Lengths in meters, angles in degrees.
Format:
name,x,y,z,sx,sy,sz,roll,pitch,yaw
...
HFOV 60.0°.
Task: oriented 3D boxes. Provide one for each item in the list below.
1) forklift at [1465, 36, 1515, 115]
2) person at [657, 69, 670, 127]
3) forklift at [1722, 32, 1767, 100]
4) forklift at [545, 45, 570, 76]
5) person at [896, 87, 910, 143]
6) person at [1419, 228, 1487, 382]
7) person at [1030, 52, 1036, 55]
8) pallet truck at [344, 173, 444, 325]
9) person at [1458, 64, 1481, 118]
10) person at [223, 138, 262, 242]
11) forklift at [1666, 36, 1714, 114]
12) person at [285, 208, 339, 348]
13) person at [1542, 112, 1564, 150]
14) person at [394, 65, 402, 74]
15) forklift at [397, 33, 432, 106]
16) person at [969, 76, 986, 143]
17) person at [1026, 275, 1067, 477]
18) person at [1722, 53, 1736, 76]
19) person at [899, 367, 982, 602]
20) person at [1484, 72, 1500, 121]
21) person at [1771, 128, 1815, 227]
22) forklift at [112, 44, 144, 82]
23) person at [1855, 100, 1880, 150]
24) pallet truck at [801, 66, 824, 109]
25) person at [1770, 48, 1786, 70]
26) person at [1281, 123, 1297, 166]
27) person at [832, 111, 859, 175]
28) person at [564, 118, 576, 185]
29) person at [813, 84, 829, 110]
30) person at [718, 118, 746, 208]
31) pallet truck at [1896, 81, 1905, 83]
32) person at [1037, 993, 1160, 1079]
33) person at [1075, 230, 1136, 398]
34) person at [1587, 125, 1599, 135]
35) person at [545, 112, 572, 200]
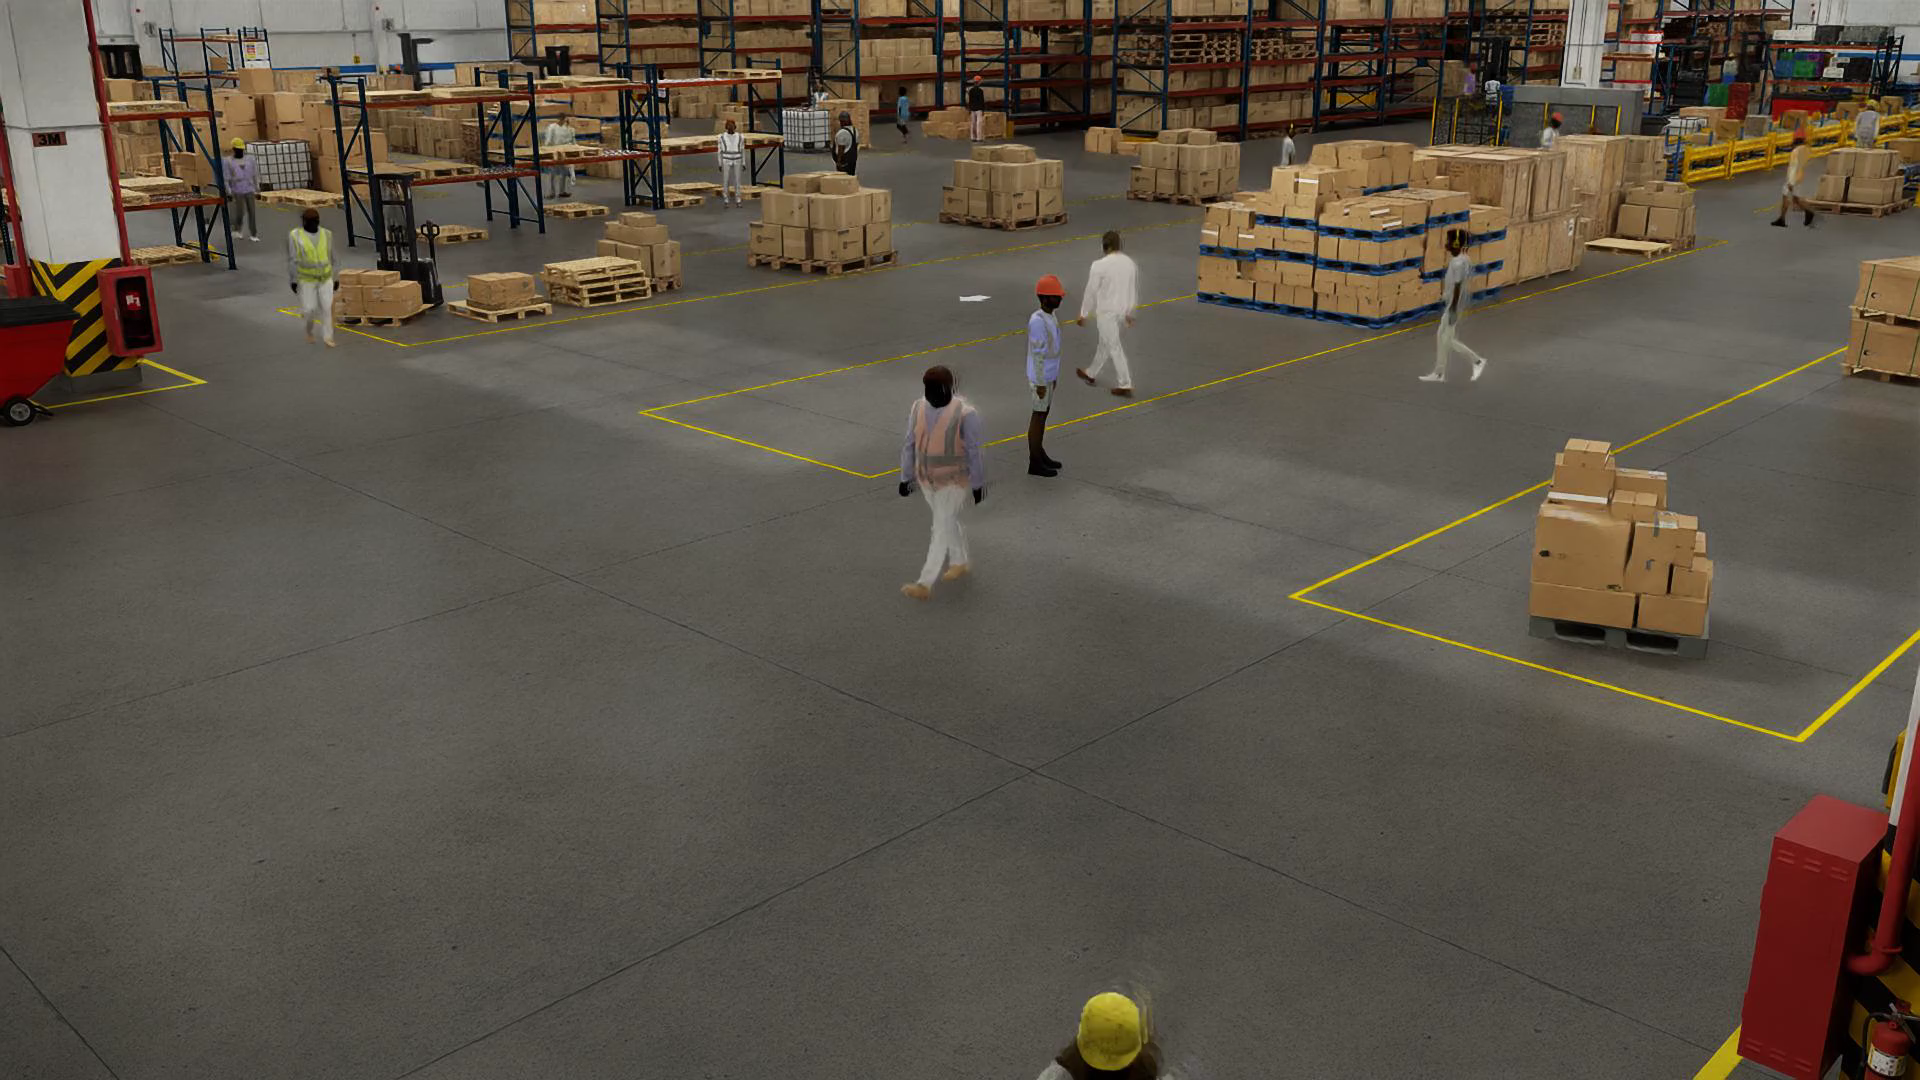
name,x,y,z,sx,sy,sz,roll,pitch,yaw
forklift,19.973,-17.201,61.605,1.873,2.768,1.129,16,24,40
person,-10.091,-15.037,56.605,0.589,1.912,0.391,14,23,35
forklift,32.663,-19.596,68.821,1.129,2.768,1.873,-4,19,-12
forklift,-12.476,-14.003,51.971,1.873,2.768,1.129,6,19,17
person,-1.717,-12.882,50.451,0.392,1.687,0.542,9,21,26
person,5.905,-2.760,19.697,0.673,1.856,0.526,3,19,10
person,3.581,-23.045,80.736,0.407,1.908,0.641,11,21,29
pallet truck,-8.209,-4.181,23.757,0.823,1.965,1.885,3,19,9
person,18.697,-16.415,60.802,0.973,1.882,0.552,13,22,34
person,-13.294,-6.491,30.860,0.594,1.913,0.436,-17,25,-41
forklift,27.341,-17.291,61.877,1.129,2.768,1.873,17,25,41
person,-8.407,-3.410,21.698,0.650,1.826,0.434,-15,23,-38
person,13.121,-8.622,37.303,0.558,1.906,0.894,-15,24,-39
person,-20.020,-16.082,59.771,0.893,1.903,0.548,4,19,11
forklift,-21.918,-18.662,66.006,1.873,2.768,1.129,-5,19,-14
person,0.533,-13.130,50.719,0.374,1.997,0.614,-15,24,-39
person,0.832,-1.591,16.045,0.368,1.939,0.542,5,19,15
person,34.782,-21.133,75.202,0.537,1.753,0.530,17,25,42
person,-0.188,-0.456,12.858,0.661,1.786,0.980,14,23,36
person,18.834,-15.708,58.959,0.538,1.696,0.317,-1,18,-4
person,16.462,-7.100,32.671,0.555,1.922,0.722,-11,21,-30
forklift,-26.352,-14.342,52.992,1.873,2.768,1.129,4,19,11
person,23.411,-10.425,42.877,0.903,1.792,0.613,-14,23,-36
pallet truck,-4.812,-15.182,56.903,0.823,1.965,1.885,-9,21,-26
person,39.301,-22.812,79.922,0.620,1.978,0.532,17,25,41
person,6.881,-7.834,35.032,0.588,1.887,0.566,0,18,1
person,-2.495,-8.197,35.792,0.538,2.000,0.684,9,20,26
person,-9.443,-9.318,39.796,0.511,1.641,0.307,0,18,-1
person,-4.400,-13.613,52.741,0.514,1.636,0.315,3,19,9
person,-4.886,-8.066,35.640,0.583,1.882,0.337,-5,19,-16
pallet truck,34.802,-16.331,61.455,0.653,1.274,1.630,17,25,41
person,0.479,2.124,5.237,0.502,1.694,0.921,6,19,17
person,1.698,-2.635,19.271,0.648,1.883,1.018,-15,24,-39
person,14.176,-8.545,37.549,0.862,1.575,0.511,17,25,42
person,-9.023,-8.584,37.204,0.373,1.901,0.776,10,21,28
